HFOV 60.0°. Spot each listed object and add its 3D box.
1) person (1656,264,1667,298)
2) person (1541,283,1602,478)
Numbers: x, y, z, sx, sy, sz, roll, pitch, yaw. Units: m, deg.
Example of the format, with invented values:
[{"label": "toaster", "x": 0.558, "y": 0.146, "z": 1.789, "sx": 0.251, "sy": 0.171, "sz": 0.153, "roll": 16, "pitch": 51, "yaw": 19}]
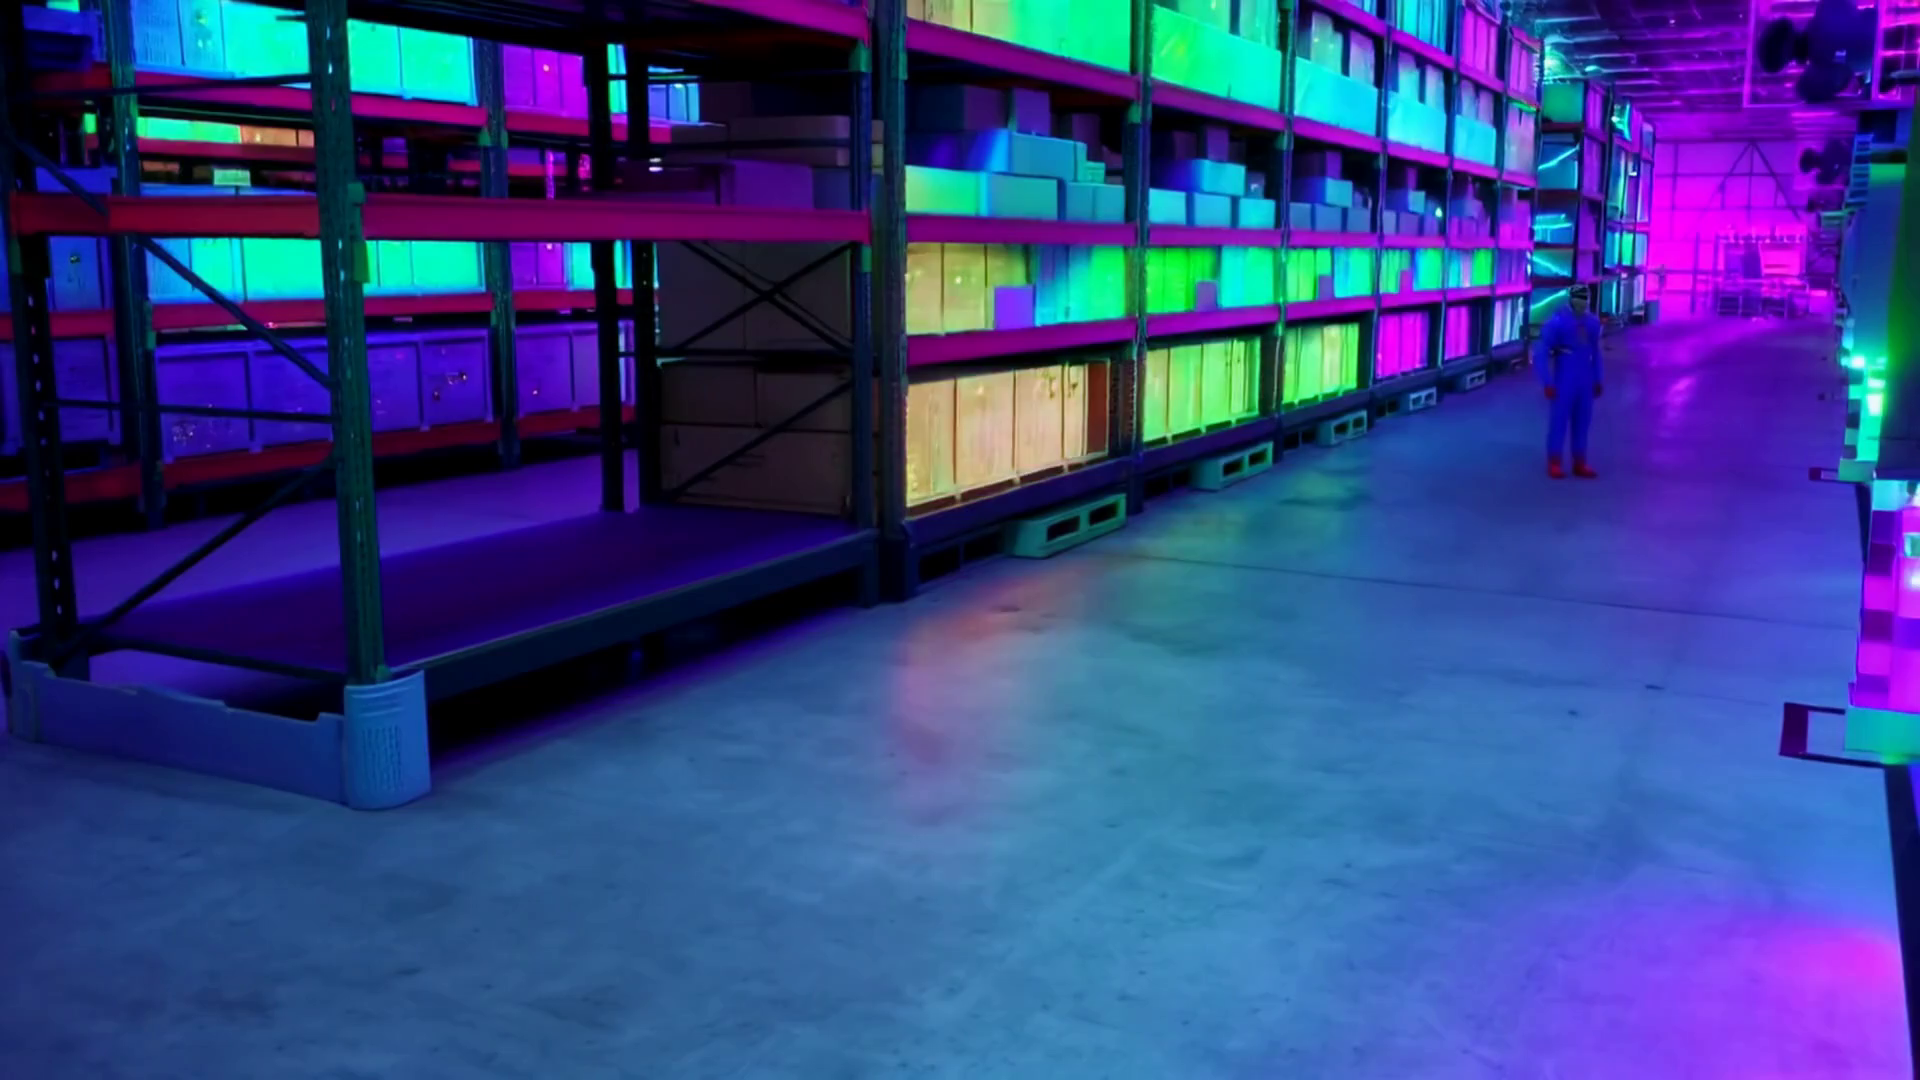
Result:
[{"label": "person", "x": 33.847, "y": -12.516, "z": 80.291, "sx": 0.534, "sy": 1.669, "sz": 0.739, "roll": -1, "pitch": 10, "yaw": -5}, {"label": "person", "x": 5.941, "y": -1.541, "z": 16.132, "sx": 0.658, "sy": 1.893, "sz": 0.400, "roll": -3, "pitch": 10, "yaw": -19}]
